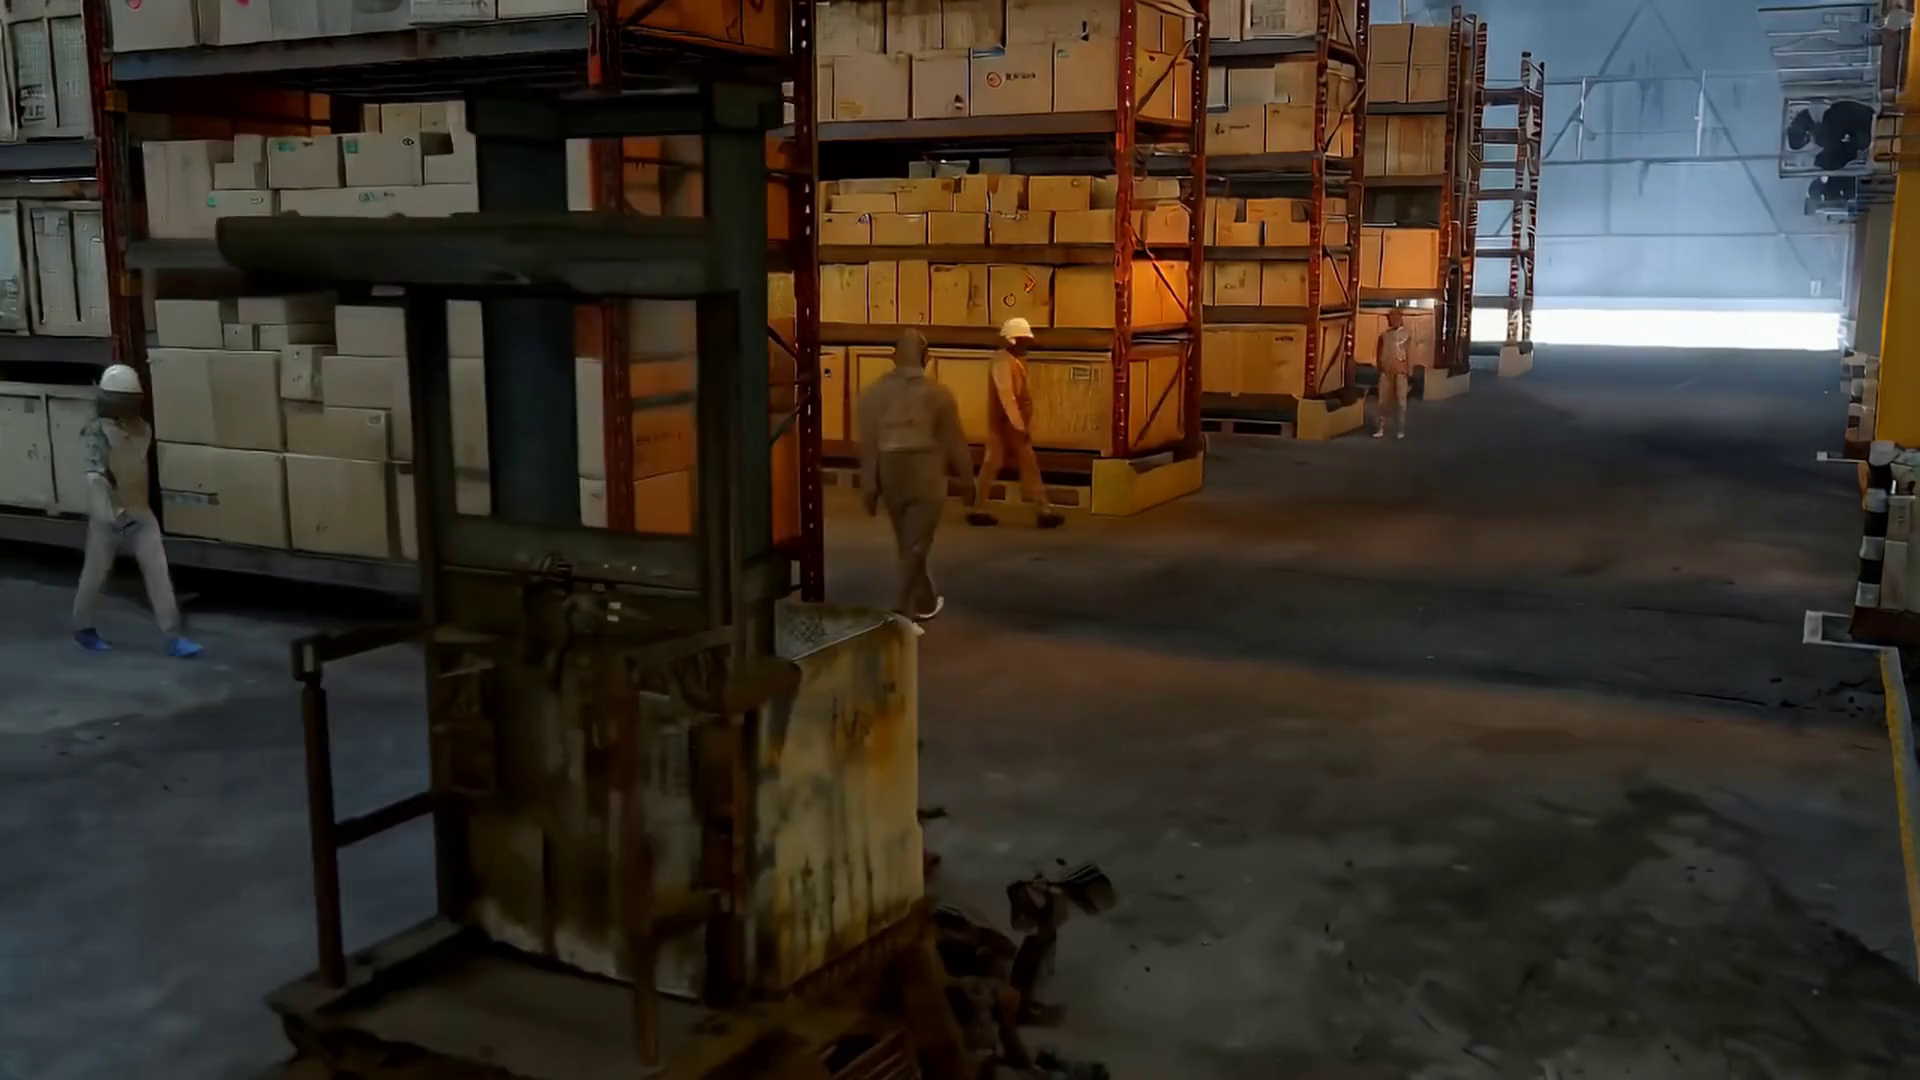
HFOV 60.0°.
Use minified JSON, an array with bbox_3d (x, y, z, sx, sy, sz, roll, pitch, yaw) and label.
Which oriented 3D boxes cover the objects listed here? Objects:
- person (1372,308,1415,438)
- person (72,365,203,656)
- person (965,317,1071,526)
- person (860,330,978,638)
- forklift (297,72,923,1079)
[{"bbox_3d":[5.488,-2.103,21.019,0.523,1.636,0.310,9,13,42],"label":"person"},{"bbox_3d":[-4.861,-0.162,9.627,0.915,1.701,0.487,5,11,25],"label":"person"},{"bbox_3d":[0.455,-0.985,14.117,0.913,1.787,0.601,3,10,19],"label":"person"},{"bbox_3d":[-0.245,-0.345,10.199,0.650,1.860,0.916,6,12,33],"label":"person"},{"bbox_3d":[-0.989,0.021,5.127,1.129,2.768,1.873,5,11,27],"label":"forklift"}]
